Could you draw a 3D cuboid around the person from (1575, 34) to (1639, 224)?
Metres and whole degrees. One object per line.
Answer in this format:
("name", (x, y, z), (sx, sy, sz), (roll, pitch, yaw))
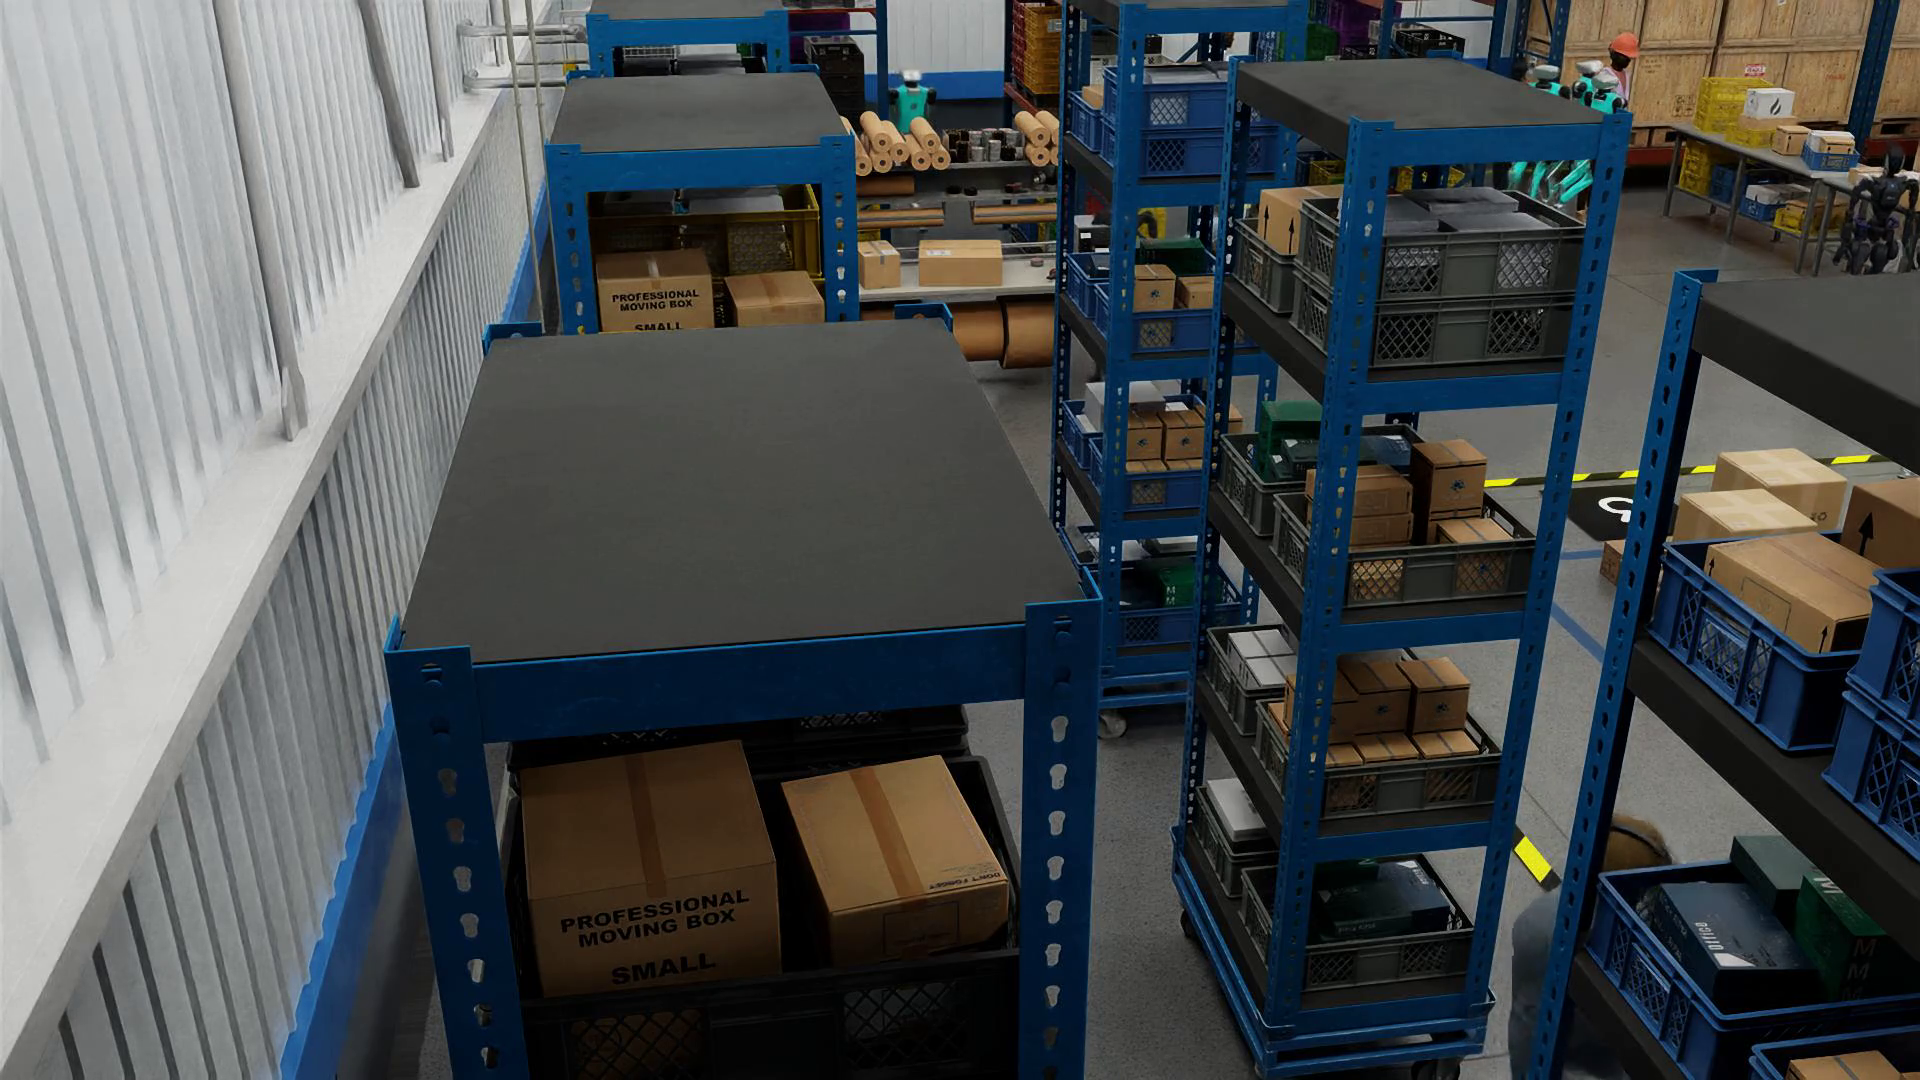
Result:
("person", (6.812, -4.275, 17.483), (0.607, 2.033, 0.400), (-22, 33, -39))

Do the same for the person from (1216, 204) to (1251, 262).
("person", (2.496, -3.065, 15.095), (0.431, 1.836, 0.617), (0, 25, 1))

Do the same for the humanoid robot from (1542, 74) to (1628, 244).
("humanoid robot", (6.142, -3.758, 16.592), (0.745, 1.695, 0.531), (-9, 26, -18))

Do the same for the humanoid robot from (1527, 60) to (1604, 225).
("humanoid robot", (6.379, -4.242, 17.678), (0.530, 1.718, 0.733), (-21, 32, -38))

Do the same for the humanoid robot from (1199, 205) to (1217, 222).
("humanoid robot", (2.741, -3.966, 17.213), (0.558, 1.753, 1.043), (-7, 26, -15))

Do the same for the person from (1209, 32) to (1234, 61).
("person", (2.980, -4.997, 19.231), (0.355, 1.881, 0.574), (-12, 27, -25))

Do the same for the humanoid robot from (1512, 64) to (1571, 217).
("humanoid robot", (5.817, -3.902, 17.119), (0.551, 1.858, 0.822), (20, 31, 36))

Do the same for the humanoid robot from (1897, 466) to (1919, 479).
("humanoid robot", (6.431, -1.141, 10.867), (0.735, 1.673, 0.533), (-11, 27, -22))

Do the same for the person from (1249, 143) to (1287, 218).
("person", (2.840, -3.283, 15.565), (0.404, 1.828, 0.598), (4, 25, 9))

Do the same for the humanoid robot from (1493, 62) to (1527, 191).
("humanoid robot", (5.927, -4.339, 18.052), (0.610, 1.643, 0.416), (-7, 26, -14))

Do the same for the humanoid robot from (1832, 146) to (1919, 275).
("humanoid robot", (7.793, -2.521, 14.123), (0.608, 1.629, 0.689), (3, 25, 7))

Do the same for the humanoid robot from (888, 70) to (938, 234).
("humanoid robot", (-0.557, -4.026, 17.281), (0.545, 1.731, 0.973), (-7, 26, -15))

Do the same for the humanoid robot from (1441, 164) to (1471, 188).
("humanoid robot", (4.966, -3.889, 17.096), (0.613, 1.626, 0.720), (-7, 26, -15))

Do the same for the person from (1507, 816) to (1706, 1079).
("person", (1.896, 1.577, 4.926), (0.670, 1.893, 0.662), (-3, 25, -7))

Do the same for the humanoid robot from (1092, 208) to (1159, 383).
("humanoid robot", (1.281, -2.030, 13.023), (0.584, 1.658, 0.338), (-1, 25, -2))

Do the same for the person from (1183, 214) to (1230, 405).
("person", (1.640, -1.276, 11.177), (0.378, 1.853, 0.587), (-5, 25, -10))
